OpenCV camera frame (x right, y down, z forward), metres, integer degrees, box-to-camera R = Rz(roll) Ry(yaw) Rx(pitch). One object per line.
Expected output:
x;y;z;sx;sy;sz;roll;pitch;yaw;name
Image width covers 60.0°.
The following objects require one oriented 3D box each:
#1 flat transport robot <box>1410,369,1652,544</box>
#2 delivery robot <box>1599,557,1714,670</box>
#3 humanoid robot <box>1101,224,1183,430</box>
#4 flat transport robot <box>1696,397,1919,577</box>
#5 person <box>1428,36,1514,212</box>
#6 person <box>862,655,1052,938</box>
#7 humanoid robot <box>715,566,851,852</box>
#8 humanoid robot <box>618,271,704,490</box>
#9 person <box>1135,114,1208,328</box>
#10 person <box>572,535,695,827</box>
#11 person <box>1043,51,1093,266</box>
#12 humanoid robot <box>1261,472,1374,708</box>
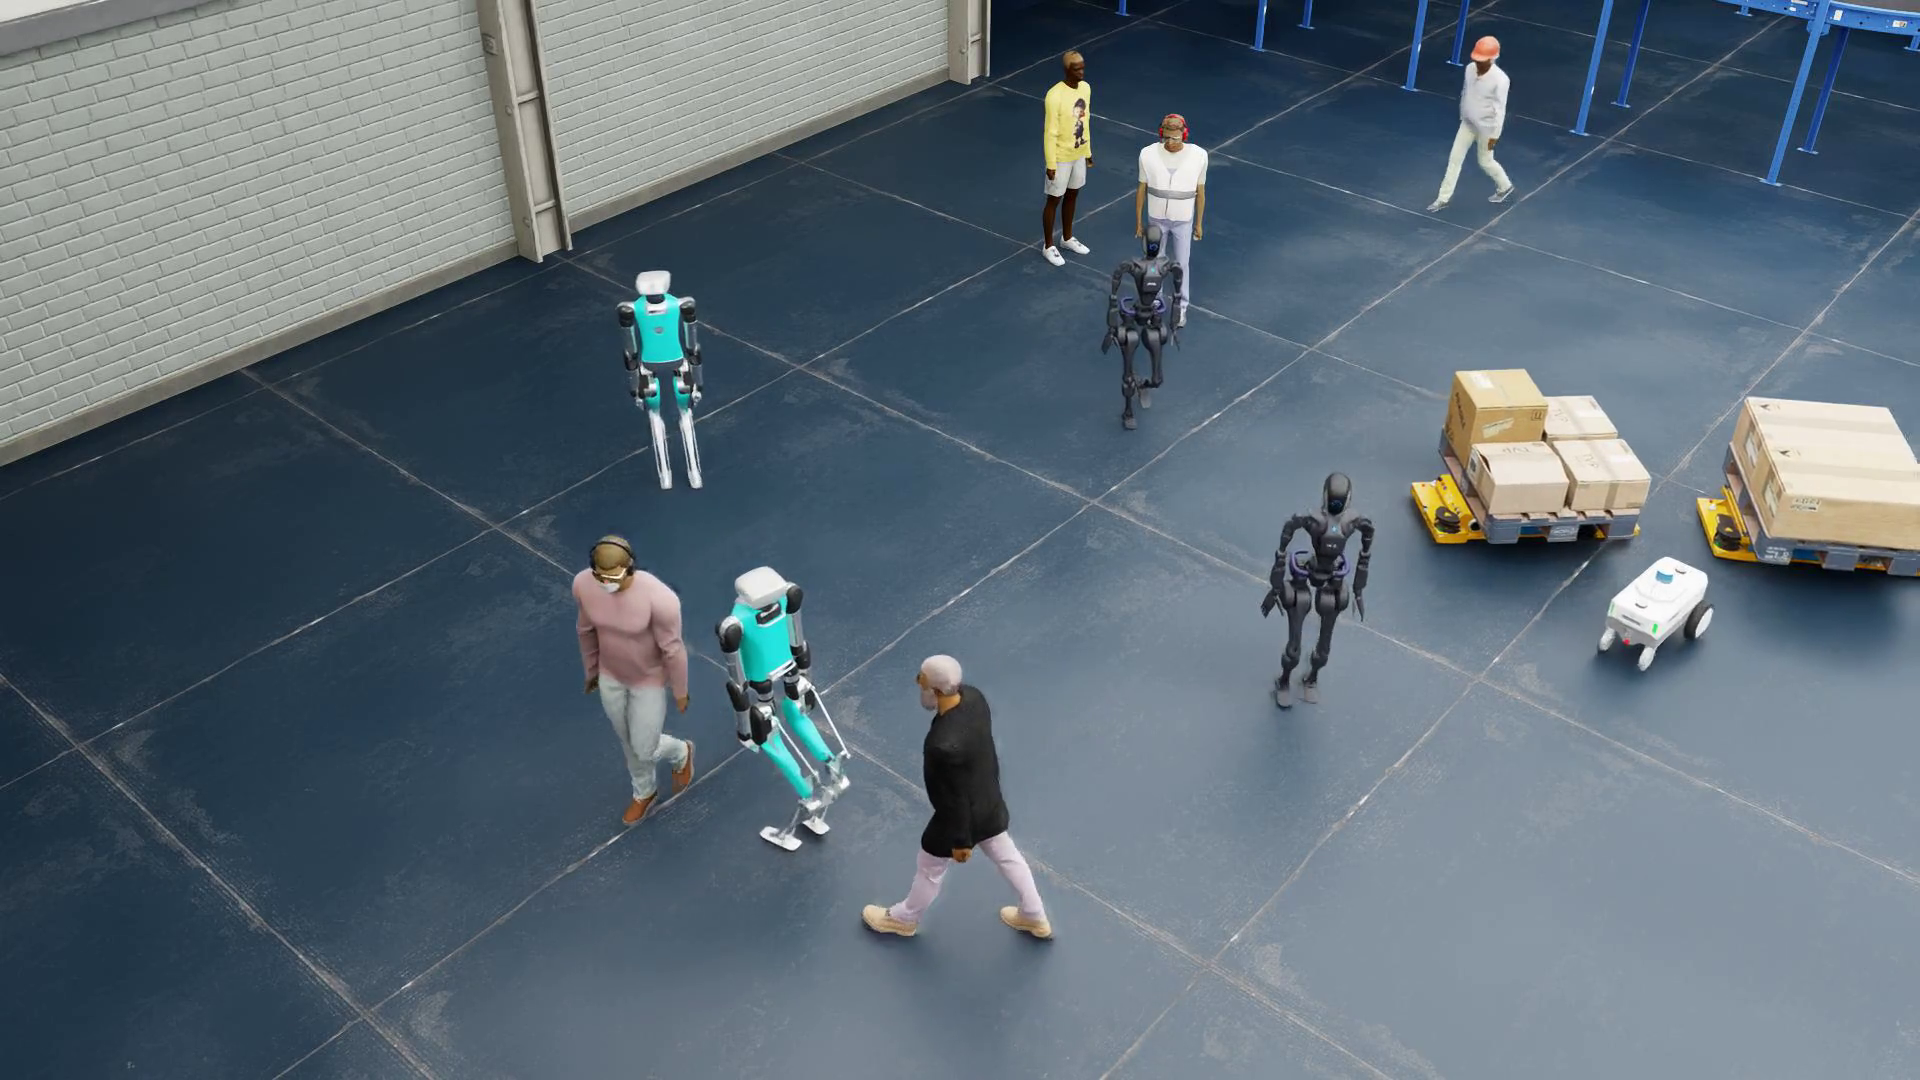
3.985;-0.255;11.746;1.431;0.231;0.659;-2;36;-3;flat transport robot
4.411;0.419;10.540;0.769;0.580;0.499;-29;45;-34;delivery robot
1.353;-1.614;12.432;0.605;1.647;0.387;-5;36;-6;humanoid robot
5.902;-0.061;11.473;1.431;0.231;0.659;5;36;8;flat transport robot
4.940;-3.944;15.688;0.834;1.706;0.598;-17;39;-22;person
0.028;1.308;8.236;0.956;1.808;0.564;11;37;15;person
-0.845;0.963;8.716;0.713;1.736;0.536;28;44;33;humanoid robot
-2.072;-1.177;11.724;0.531;1.736;0.689;-5;36;-8;humanoid robot
1.732;-2.656;13.774;0.568;1.831;0.413;6;36;8;person
-1.755;0.747;8.912;0.648;1.919;0.483;14;38;19;person
0.954;-3.400;14.758;0.544;1.899;0.375;-29;45;-34;person
2.095;0.284;9.783;0.610;1.653;0.306;0;35;0;humanoid robot
